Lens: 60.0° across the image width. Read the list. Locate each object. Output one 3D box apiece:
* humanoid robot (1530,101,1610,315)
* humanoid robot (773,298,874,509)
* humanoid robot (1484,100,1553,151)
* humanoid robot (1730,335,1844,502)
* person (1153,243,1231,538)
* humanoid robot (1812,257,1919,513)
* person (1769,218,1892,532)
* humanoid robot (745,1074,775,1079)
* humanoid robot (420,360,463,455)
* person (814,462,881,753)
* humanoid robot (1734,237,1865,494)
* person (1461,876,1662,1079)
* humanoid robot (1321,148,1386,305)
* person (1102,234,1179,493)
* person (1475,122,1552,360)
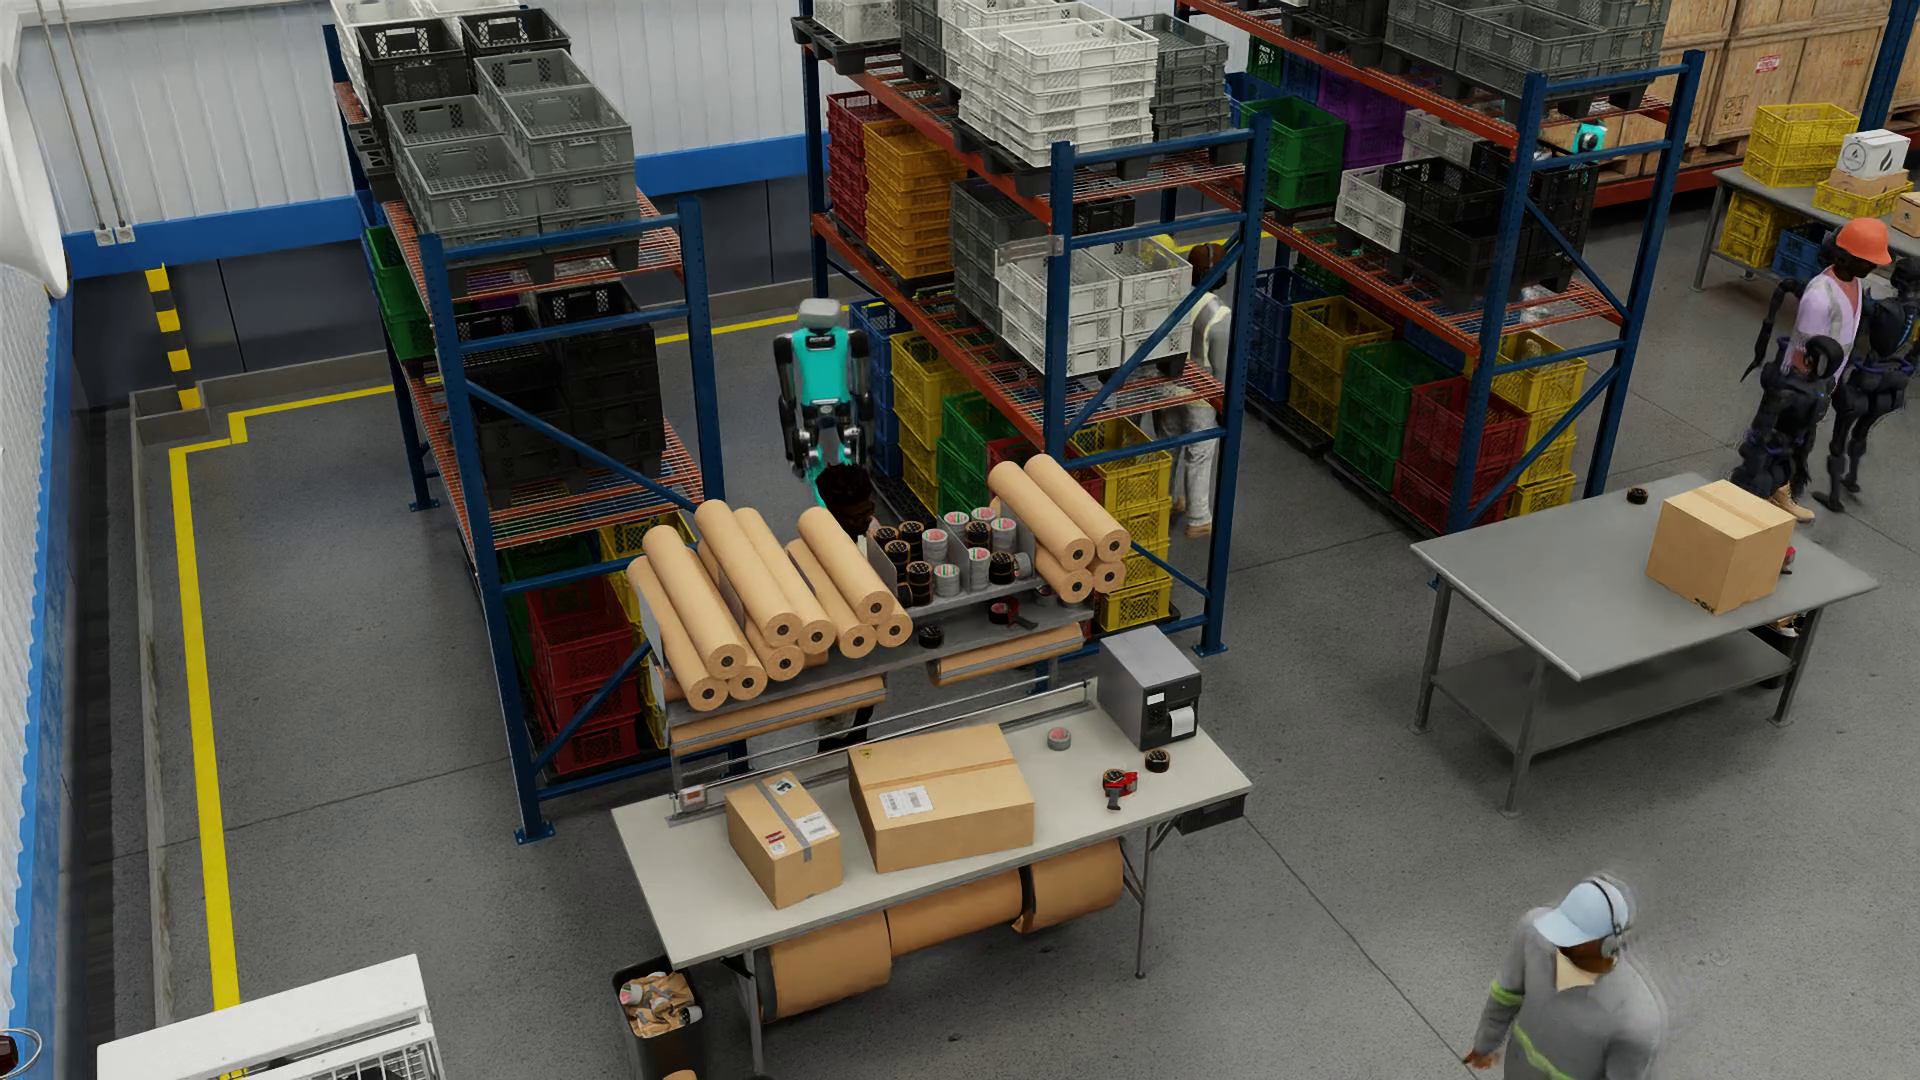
[{"bbox_3d":[4.417,-2.457,12.589,0.670,1.823,0.537,13,34,20],"label":"humanoid robot"},{"bbox_3d":[-0.726,-0.400,9.275,0.540,1.770,1.054,-3,32,-5],"label":"humanoid robot"},{"bbox_3d":[4.281,-2.949,13.382,0.530,1.778,0.844,-1,32,-2],"label":"humanoid robot"},{"bbox_3d":[4.557,-0.438,9.396,0.596,1.634,0.754,-19,37,-28],"label":"humanoid robot"},{"bbox_3d":[1.401,-0.893,9.925,0.431,1.840,0.620,-20,37,-29],"label":"person"},{"bbox_3d":[5.533,-0.972,10.206,0.601,1.654,0.423,-4,32,-7],"label":"humanoid robot"},{"bbox_3d":[5.074,-0.950,9.845,0.403,2.029,0.606,26,40,36],"label":"person"},{"bbox_3d":[-0.630,2.231,5.054,0.810,1.615,0.611,24,39,33],"label":"humanoid robot"},{"bbox_3d":[-3.195,-1.238,10.685,0.766,1.621,0.609,-11,33,-17],"label":"humanoid robot"},{"bbox_3d":[-0.495,0.523,7.504,0.368,1.966,0.602,14,34,22],"label":"person"},{"bbox_3d":[5.247,-1.089,10.402,0.596,1.644,0.333,11,33,17],"label":"humanoid robot"},{"bbox_3d":[1.986,1.804,5.567,0.906,1.814,0.599,-12,34,-18],"label":"person"},{"bbox_3d":[3.000,-2.315,12.355,0.534,1.784,0.814,-24,39,-33],"label":"humanoid robot"},{"bbox_3d":[1.148,-1.022,10.146,0.589,1.823,0.403,11,33,17],"label":"person"},{"bbox_3d":[3.965,-2.169,11.975,0.591,1.858,0.829,-3,32,-4],"label":"person"}]
